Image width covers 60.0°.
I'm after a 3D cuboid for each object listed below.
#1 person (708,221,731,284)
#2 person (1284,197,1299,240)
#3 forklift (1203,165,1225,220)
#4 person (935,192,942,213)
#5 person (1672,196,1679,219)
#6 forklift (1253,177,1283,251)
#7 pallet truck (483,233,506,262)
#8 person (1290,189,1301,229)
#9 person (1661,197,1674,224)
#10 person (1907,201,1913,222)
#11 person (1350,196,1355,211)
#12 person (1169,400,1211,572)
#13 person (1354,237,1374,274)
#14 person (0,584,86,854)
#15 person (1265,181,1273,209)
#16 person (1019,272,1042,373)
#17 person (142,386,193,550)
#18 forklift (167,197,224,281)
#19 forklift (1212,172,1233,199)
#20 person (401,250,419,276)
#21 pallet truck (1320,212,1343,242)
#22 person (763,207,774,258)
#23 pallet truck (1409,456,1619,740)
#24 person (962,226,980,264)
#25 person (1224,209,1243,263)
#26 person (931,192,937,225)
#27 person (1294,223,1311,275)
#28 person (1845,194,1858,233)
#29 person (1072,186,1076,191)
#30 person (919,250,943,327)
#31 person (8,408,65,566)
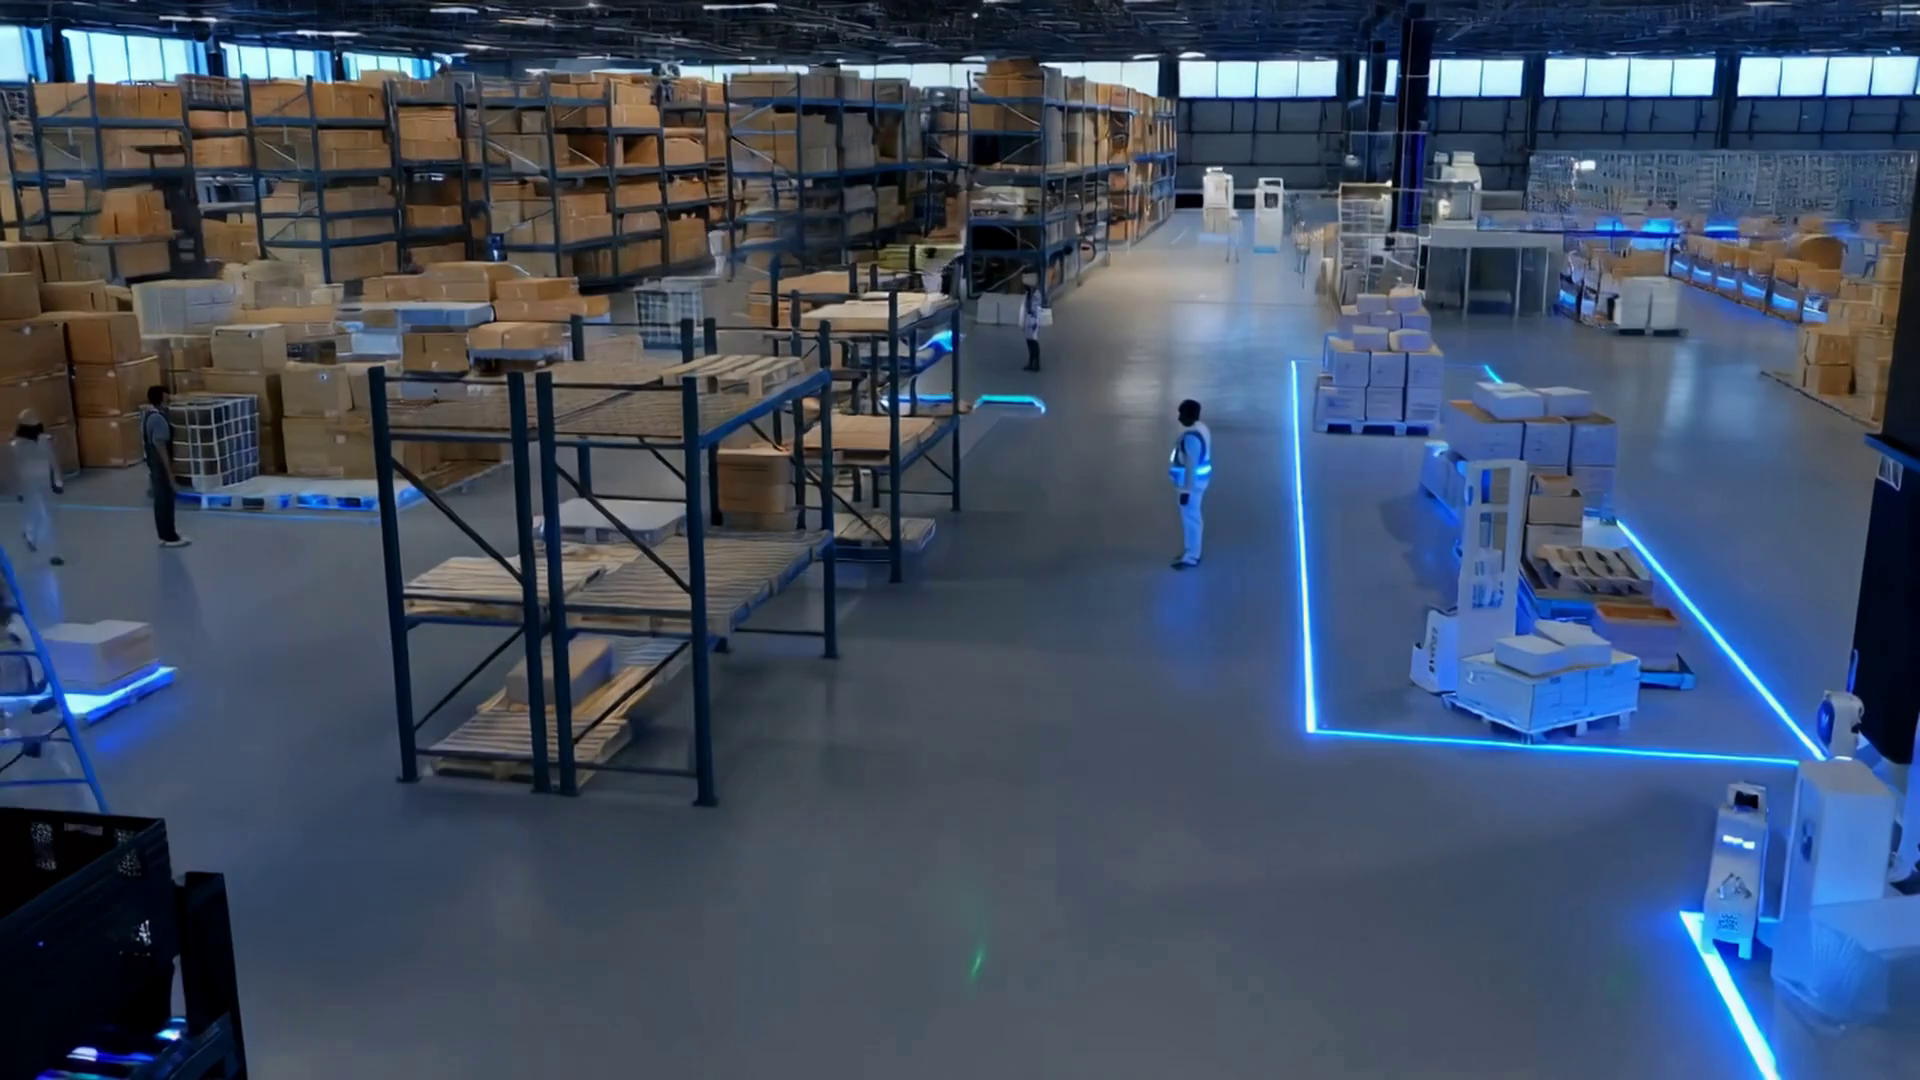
[{"bbox_3d":[-7.287,-8.728,50.637,0.655,1.906,0.900,5,15,19],"label":"person"},{"bbox_3d":[14.216,-13.785,71.362,0.598,1.815,0.583,2,14,6],"label":"person"},{"bbox_3d":[13.356,-18.192,87.064,1.129,2.768,1.873,3,14,10],"label":"forklift"},{"bbox_3d":[-1.430,-19.330,94.145,0.922,1.696,0.590,-1,14,-3],"label":"person"},{"bbox_3d":[30.820,-14.010,72.166,0.814,1.874,0.666,8,16,31],"label":"person"},{"bbox_3d":[12.083,-12.747,64.956,1.129,2.768,1.873,3,14,10],"label":"forklift"},{"bbox_3d":[-11.832,-7.026,43.548,1.885,1.965,0.823,8,16,28],"label":"pallet truck"},{"bbox_3d":[15.950,-15.778,79.264,0.403,1.914,0.633,-10,17,-35],"label":"person"},{"bbox_3d":[30.434,-13.835,71.568,0.609,1.808,0.487,-10,17,-36],"label":"person"},{"bbox_3d":[40.690,-13.727,71.168,0.843,1.805,0.603,3,14,11],"label":"person"},{"bbox_3d":[20.671,-17.787,87.785,0.485,1.735,0.347,-10,17,-34],"label":"person"},{"bbox_3d":[2.441,-0.584,17.723,0.429,1.837,0.633,4,14,17],"label":"person"},{"bbox_3d":[11.380,-7.709,46.929,0.540,1.699,0.317,8,16,31],"label":"person"},{"bbox_3d":[-6.073,1.165,10.589,0.847,1.846,0.631,-3,14,-13],"label":"person"},{"bbox_3d":[17.101,-18.921,91.965,0.551,1.936,0.357,-12,18,-41],"label":"person"},{"bbox_3d":[1.382,-4.217,32.268,0.361,1.938,0.545,-5,15,-20],"label":"person"},{"bbox_3d":[-8.918,-0.813,18.635,0.345,1.846,0.508,-11,18,-38],"label":"person"},{"bbox_3d":[-21.287,-8.013,45.736,1.129,2.768,1.873,3,14,10],"label":"forklift"},{"bbox_3d":[11.615,-14.945,73.883,1.129,2.768,1.873,3,14,10],"label":"forklift"},{"bbox_3d":[-13.800,-6.432,41.761,0.317,1.697,0.540,9,16,31],"label":"person"},{"bbox_3d":[15.874,-13.227,70.310,0.680,1.201,1.601,10,17,35],"label":"pallet truck"},{"bbox_3d":[-6.806,-11.332,60.998,0.883,2.022,0.611,-1,14,-6],"label":"person"},{"bbox_3d":[4.504,0.400,13.395,0.823,1.965,1.885,-6,15,-23],"label":"pallet truck"},{"bbox_3d":[0.363,-8.900,51.433,0.677,1.873,0.489,9,16,32],"label":"person"},{"bbox_3d":[9.677,-10.774,58.950,0.654,1.906,0.408,2,14,9],"label":"person"},{"bbox_3d":[-1.326,-16.501,82.378,0.403,1.823,0.588,2,14,8],"label":"person"},{"bbox_3d":[11.129,-9.472,54.130,0.542,1.685,0.389,3,14,14],"label":"person"},{"bbox_3d":[38.059,-13.788,71.119,1.040,1.933,0.651,6,15,24],"label":"person"},{"bbox_3d":[5.778,-16.918,84.016,0.644,1.853,1.012,0,14,1],"label":"person"},{"bbox_3d":[-0.693,-6.076,39.792,0.611,1.963,0.422,-5,15,-21],"label":"person"},{"bbox_3d":[-10.040,-0.595,18.018,0.750,1.719,0.497,7,15,25],"label":"person"}]
